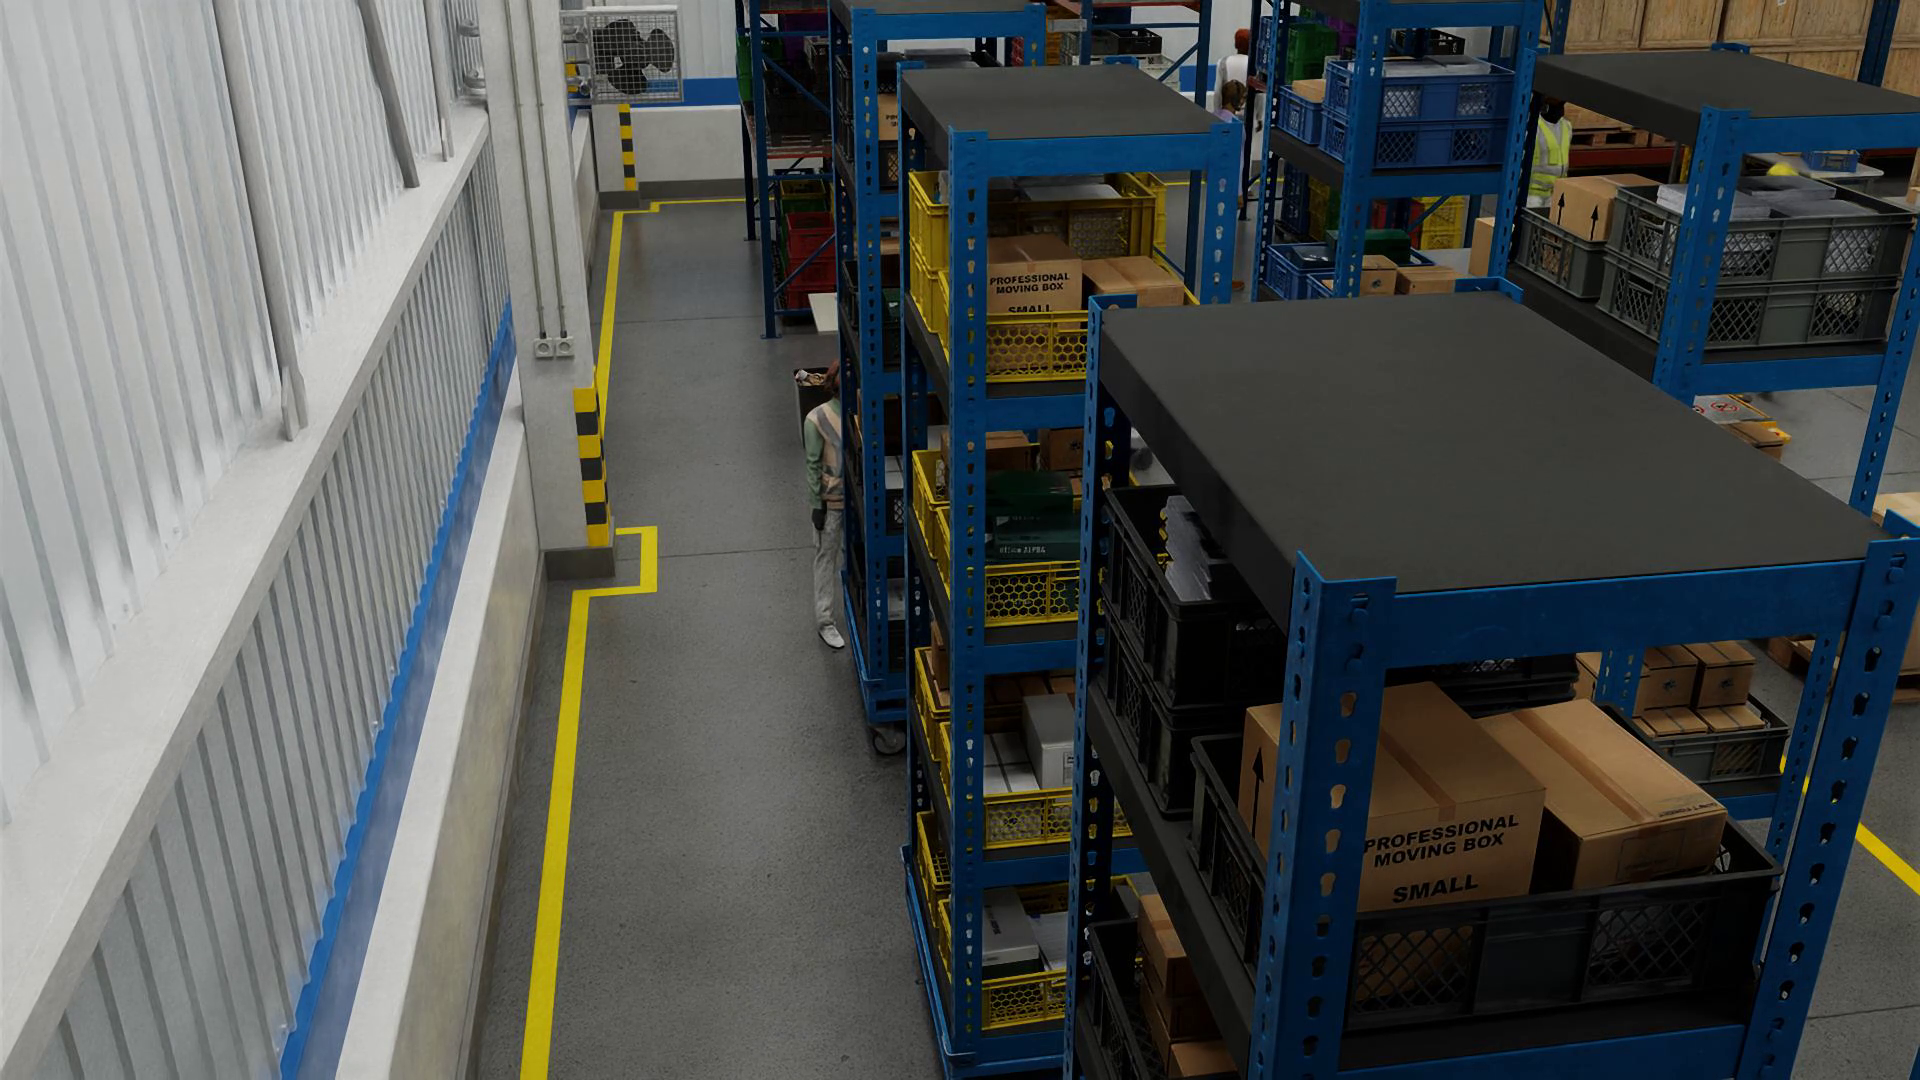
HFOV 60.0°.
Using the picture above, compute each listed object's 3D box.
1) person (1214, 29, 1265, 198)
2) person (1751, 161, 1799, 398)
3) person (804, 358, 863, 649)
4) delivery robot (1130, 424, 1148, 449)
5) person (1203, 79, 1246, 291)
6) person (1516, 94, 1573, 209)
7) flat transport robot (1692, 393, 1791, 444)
[{"bbox_3d":[3.142,-4.794,18.773,0.575,1.881,0.356,11,27,22],"label":"person"},{"bbox_3d":[6.118,-1.960,12.673,0.598,1.830,0.404,-10,27,-21],"label":"person"},{"bbox_3d":[-0.629,-0.222,9.120,0.310,1.640,0.514,22,33,40],"label":"person"},{"bbox_3d":[1.054,-0.809,11.579,0.707,0.478,0.477,-7,25,-14],"label":"delivery robot"},{"bbox_3d":[2.466,-3.287,15.445,0.393,1.932,0.630,-6,25,-12],"label":"person"},{"bbox_3d":[5.414,-3.266,15.500,0.625,1.844,0.429,-14,28,-28],"label":"person"},{"bbox_3d":[5.224,-0.859,12.132,1.431,0.197,0.652,-4,25,-8],"label":"flat transport robot"}]
